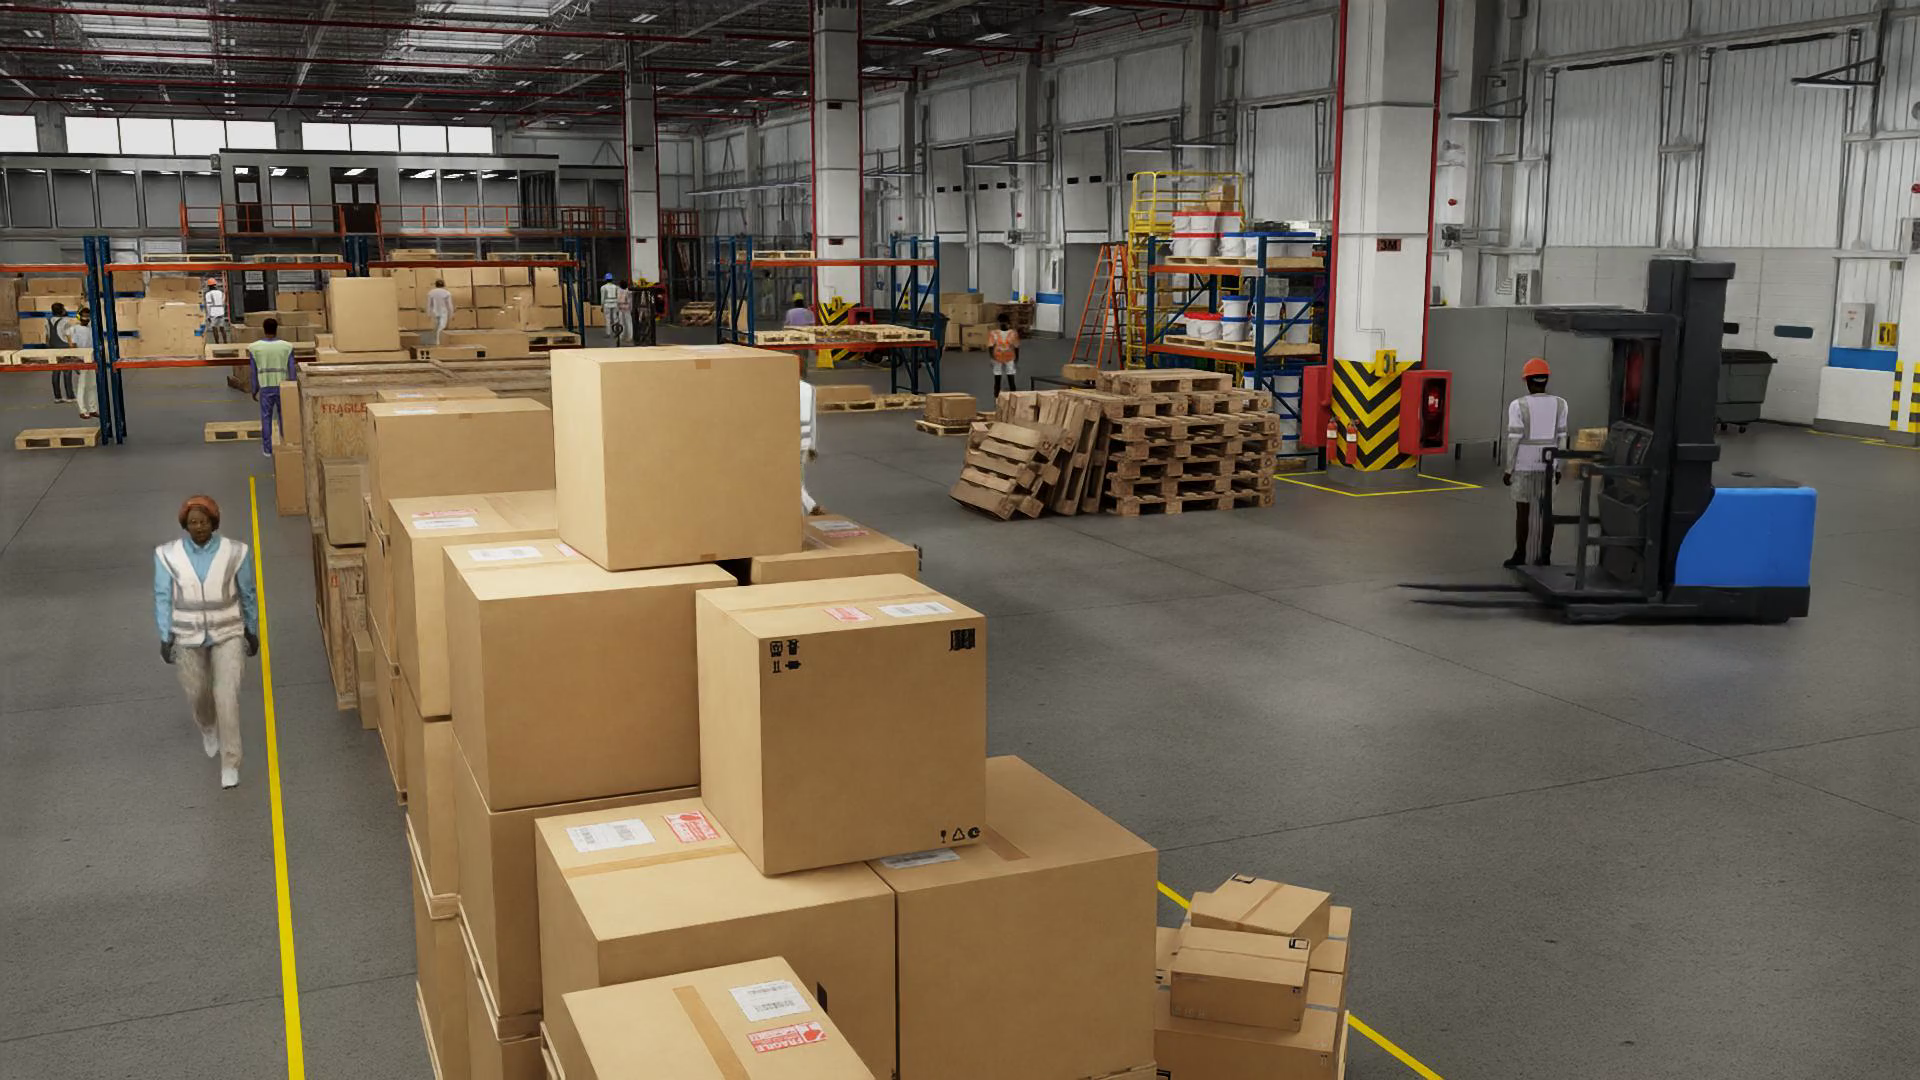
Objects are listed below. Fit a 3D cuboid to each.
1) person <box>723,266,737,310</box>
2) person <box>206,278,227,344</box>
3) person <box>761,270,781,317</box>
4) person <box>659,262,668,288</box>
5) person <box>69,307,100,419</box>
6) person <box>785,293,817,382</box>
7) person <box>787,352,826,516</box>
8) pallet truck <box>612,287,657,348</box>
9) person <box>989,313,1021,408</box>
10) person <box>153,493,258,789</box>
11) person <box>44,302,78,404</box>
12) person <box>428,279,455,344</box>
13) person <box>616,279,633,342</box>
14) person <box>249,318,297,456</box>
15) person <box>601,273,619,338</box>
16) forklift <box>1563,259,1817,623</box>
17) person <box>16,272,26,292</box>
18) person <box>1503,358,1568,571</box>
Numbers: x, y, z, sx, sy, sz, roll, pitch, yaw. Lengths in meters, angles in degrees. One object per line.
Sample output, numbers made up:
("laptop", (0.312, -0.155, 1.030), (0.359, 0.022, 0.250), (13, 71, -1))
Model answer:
("person", (-9.563, -10.479, 69.116), (0.607, 1.905, 0.514), (-4, 11, -20))
("person", (-20.078, -6.083, 44.848), (0.428, 1.923, 0.559), (7, 12, 32))
("person", (-7.231, -9.376, 63.315), (0.876, 1.806, 0.644), (6, 12, 31))
("person", (-13.274, -11.384, 73.910), (0.617, 1.986, 0.406), (-3, 11, -19))
("person", (-14.558, -2.951, 27.757), (0.328, 1.865, 0.520), (4, 11, 20))
("person", (-3.208, -4.044, 33.658), (0.651, 1.904, 0.553), (0, 10, -1))
("person", (-1.616, -0.951, 16.732), (0.669, 1.866, 0.592), (8, 13, 37))
("pallet truck", (-6.464, -4.406, 35.401), (0.823, 1.965, 1.885), (6, 12, 32))
("person", (0.793, -3.188, 29.541), (0.564, 1.693, 0.326), (1, 10, 8))
("person", (-4.200, 0.521, 9.308), (0.520, 1.612, 0.759), (-3, 11, -18))
("person", (-16.374, -3.401, 30.293), (0.506, 1.842, 0.342), (2, 10, 9))
("person", (-13.905, -6.055, 44.752), (0.655, 1.894, 0.991), (2, 10, 9))
("person", (-9.722, -6.657, 48.246), (0.633, 1.839, 0.429), (6, 12, 32))
("person", (-9.456, -2.097, 22.945), (0.596, 1.907, 0.412), (-4, 11, -21))
("person", (-10.517, -7.033, 50.020), (0.605, 1.948, 0.385), (-8, 13, -36))
("forklift", (5.707, -0.821, 13.213), (1.873, 2.768, 1.129), (1, 10, 3))
("person", (-34.685, -9.039, 61.314), (0.493, 1.871, 0.601), (-3, 11, -18))
("person", (5.177, -0.674, 15.026), (0.542, 1.929, 0.369), (-1, 10, -6))
